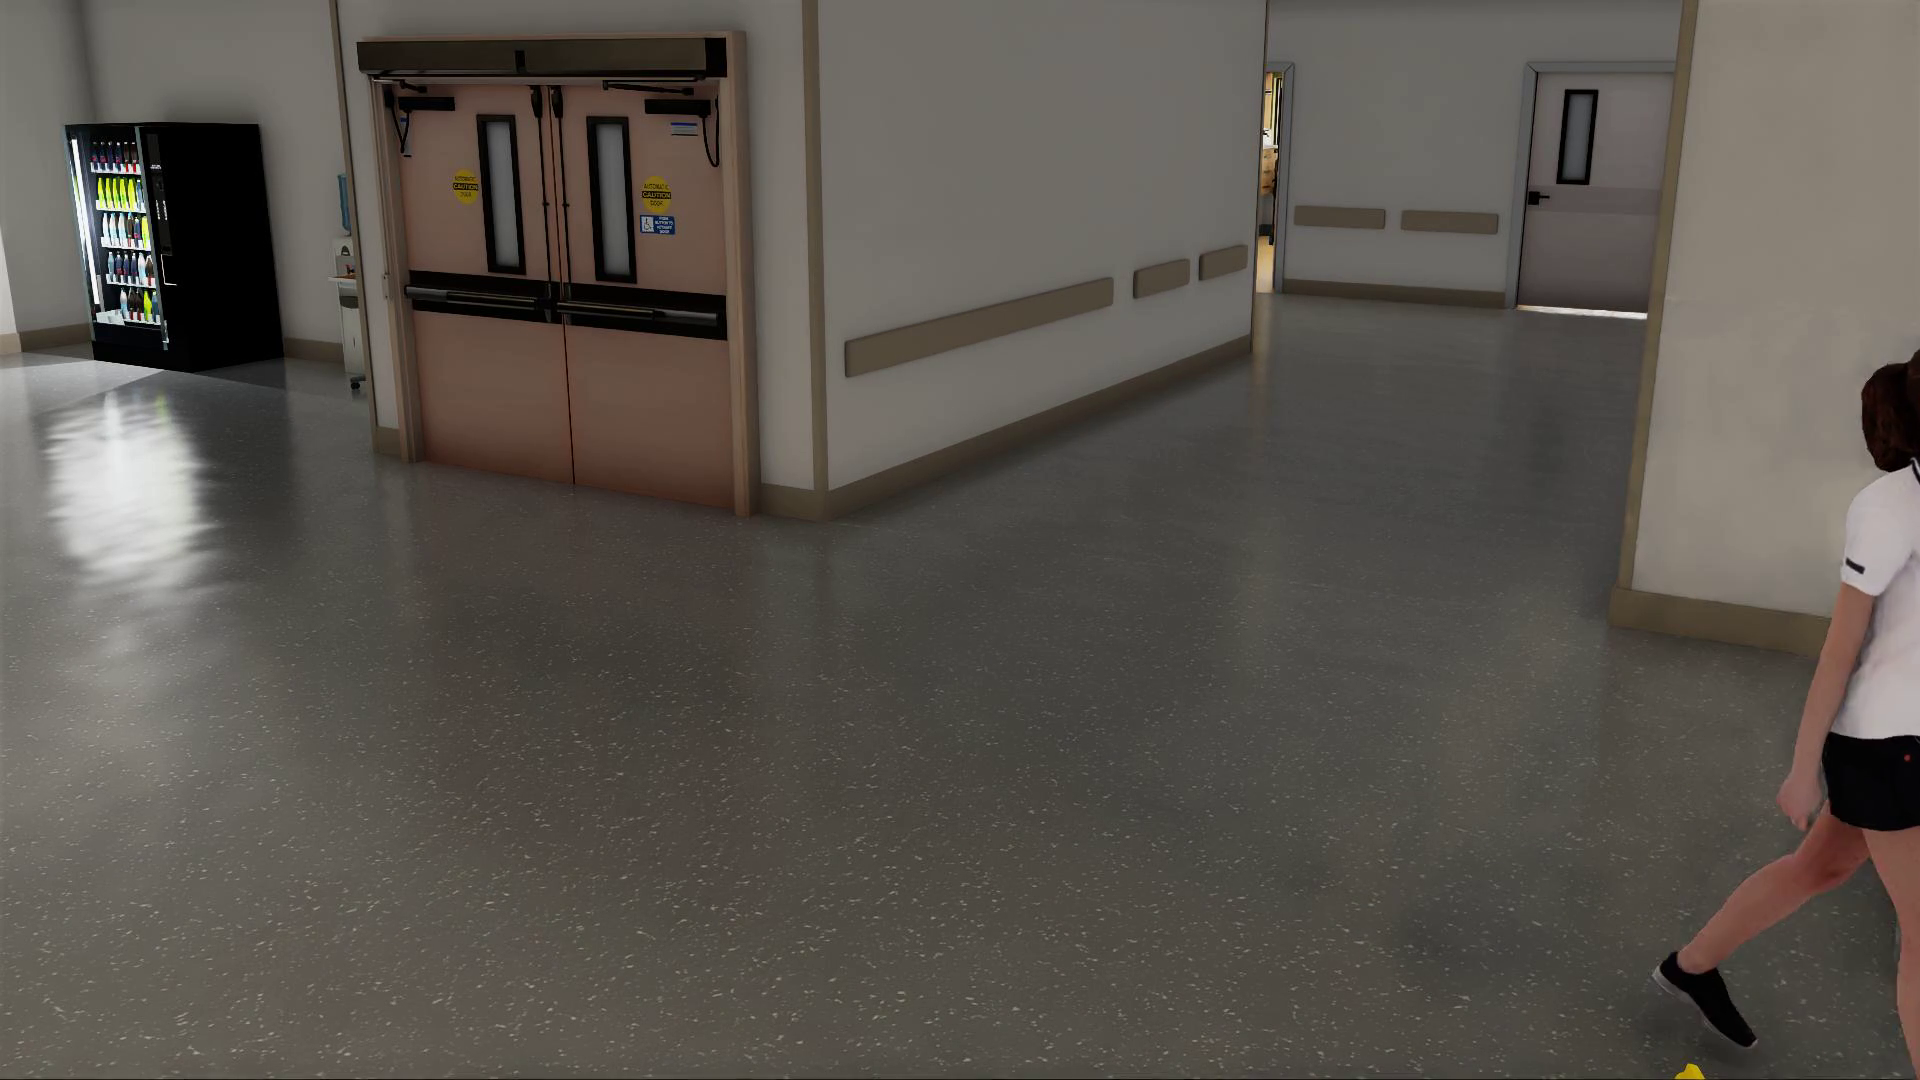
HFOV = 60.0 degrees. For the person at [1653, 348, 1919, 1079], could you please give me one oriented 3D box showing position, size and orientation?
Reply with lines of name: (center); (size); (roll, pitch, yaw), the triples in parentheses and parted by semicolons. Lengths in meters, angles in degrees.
person: (1.869, 0.435, 3.507); (0.933, 1.708, 1.229); (-11, 19, -34)
